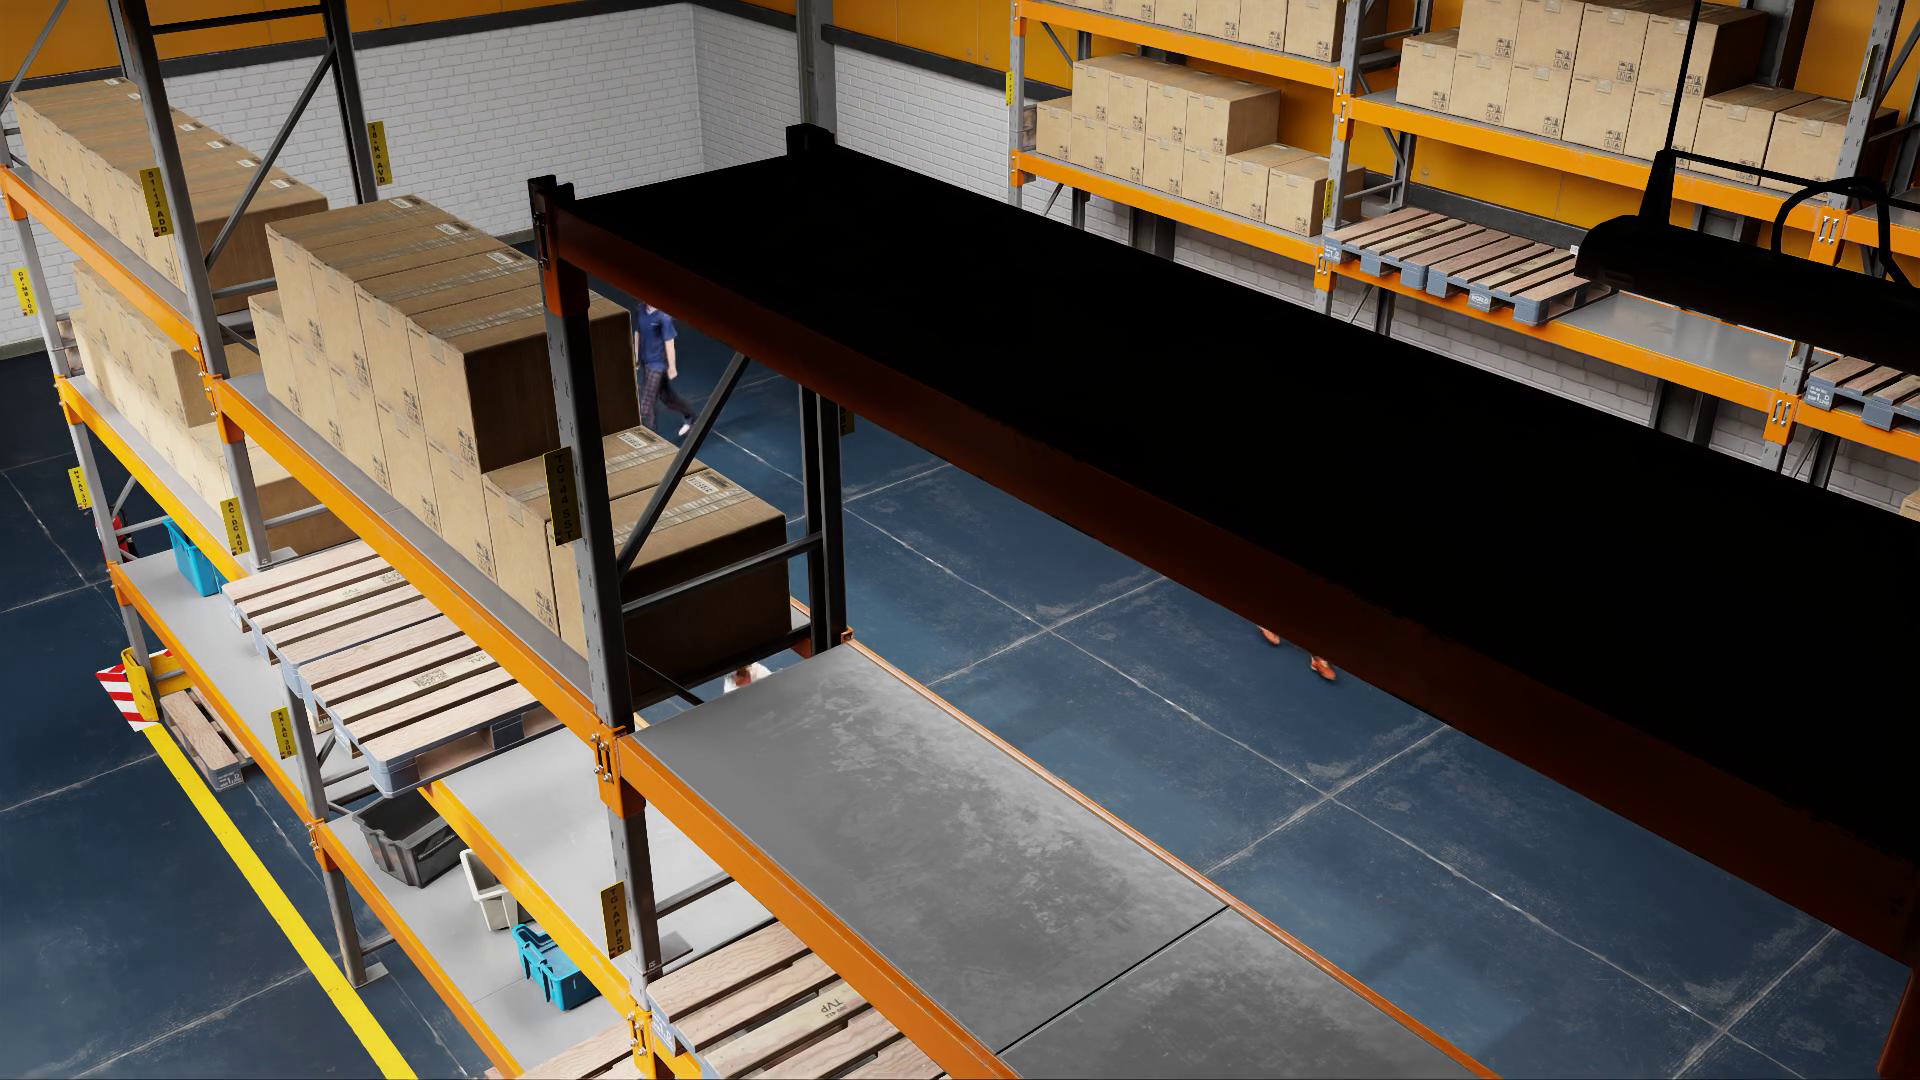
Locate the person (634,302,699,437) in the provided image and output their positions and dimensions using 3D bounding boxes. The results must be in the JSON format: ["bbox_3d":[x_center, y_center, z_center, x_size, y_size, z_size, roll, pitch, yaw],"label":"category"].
[{"bbox_3d":[-3.002,-1.784,16.790,0.716,1.831,1.100,-23,36,-35],"label":"person"}]
